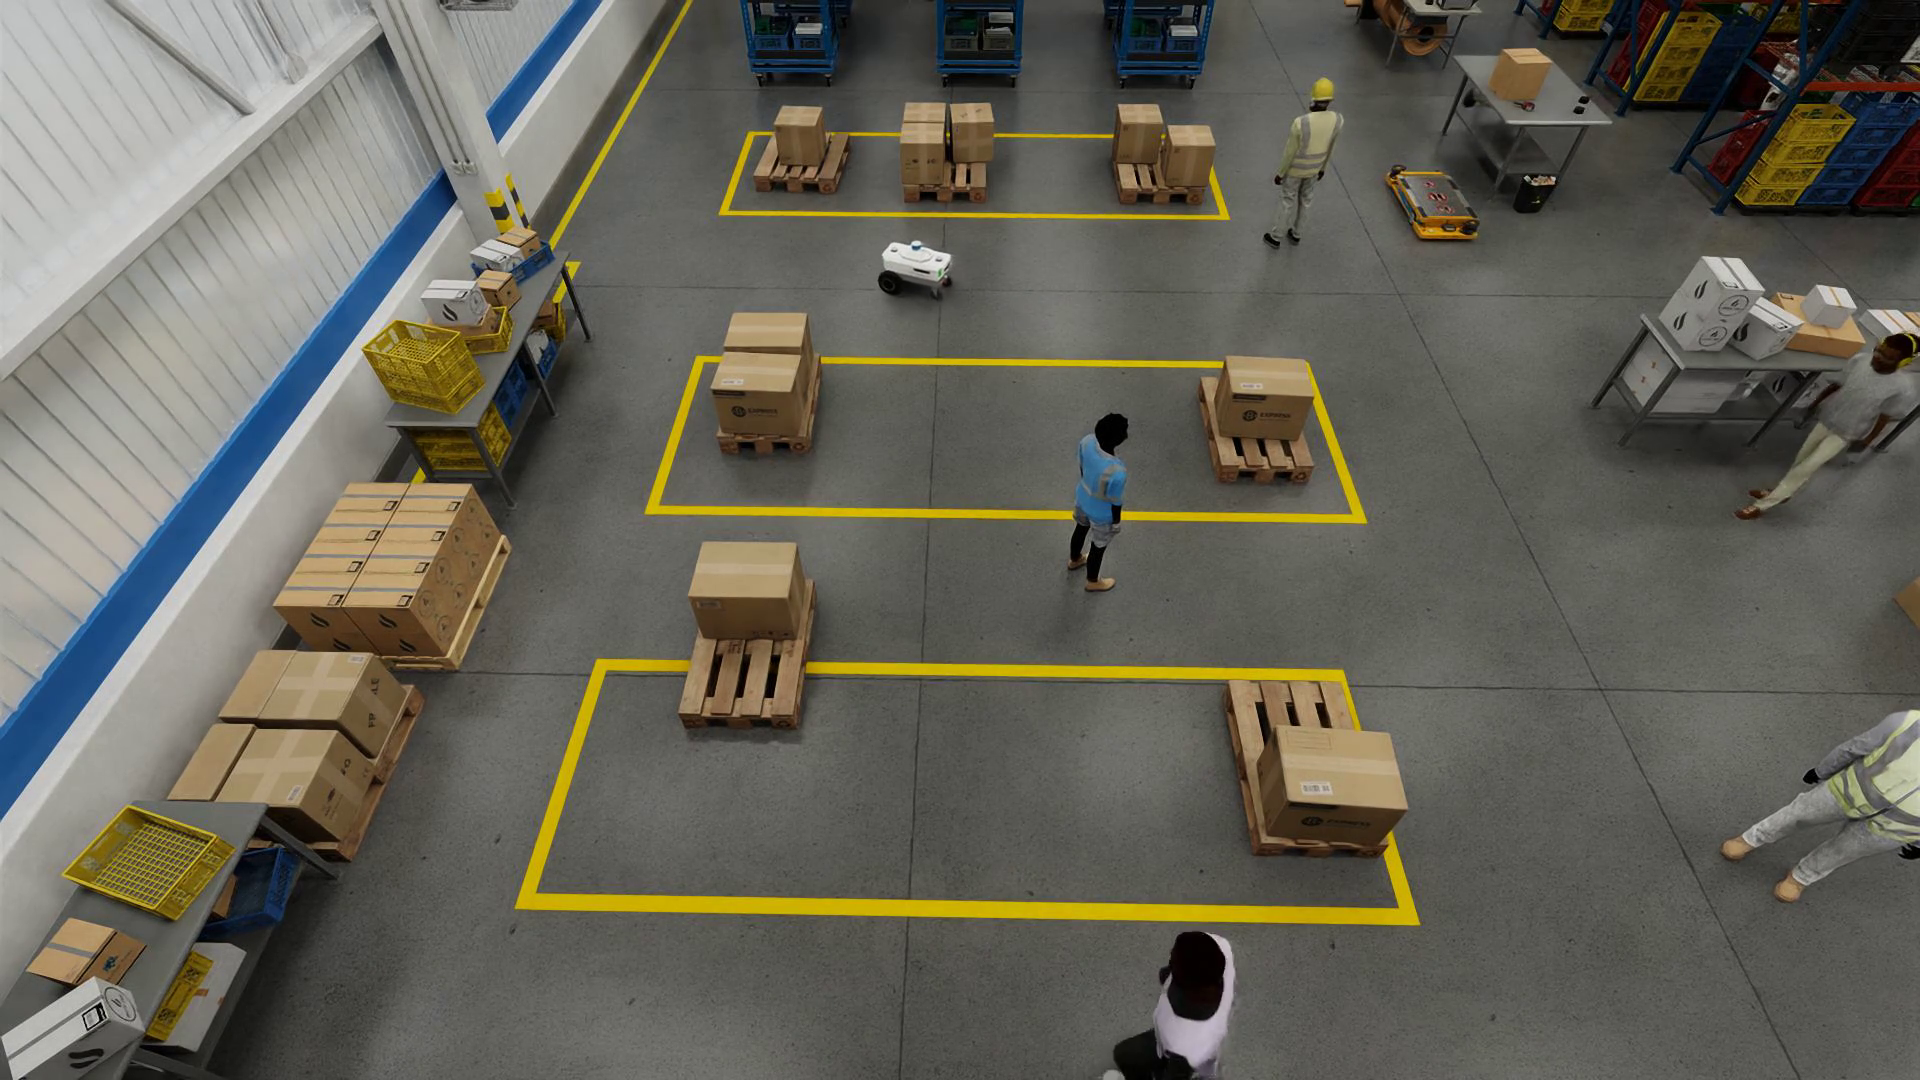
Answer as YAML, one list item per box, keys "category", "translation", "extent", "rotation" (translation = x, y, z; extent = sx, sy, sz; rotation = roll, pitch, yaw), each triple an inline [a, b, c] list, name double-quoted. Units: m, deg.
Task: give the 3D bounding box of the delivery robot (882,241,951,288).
- category: "delivery robot"
  translation: [-0.461, -2.975, 9.844]
  extent: [0.707, 0.478, 0.477]
  rotation: [16, 51, 14]

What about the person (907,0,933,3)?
- category: "person"
  translation: [-0.631, -9.703, 15.026]
  extent: [0.637, 1.616, 0.520]
  rotation: [-14, 51, -12]

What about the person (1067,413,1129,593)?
- category: "person"
  translation: [1.036, -0.267, 6.809]
  extent: [0.318, 1.697, 0.534]
  rotation: [-20, 52, -16]

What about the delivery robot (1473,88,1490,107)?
- category: "delivery robot"
  translation: [7.503, -6.287, 12.710]
  extent: [0.707, 0.478, 0.477]
  rotation: [-23, 53, -19]

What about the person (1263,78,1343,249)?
- category: "person"
  translation: [3.743, -4.083, 10.025]
  extent: [0.599, 1.827, 0.403]
  rotation: [-11, 50, -10]

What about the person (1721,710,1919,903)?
- category: "person"
  translation: [5.164, 1.505, 5.180]
  extent: [0.429, 1.842, 0.637]
  rotation: [-27, 54, -21]

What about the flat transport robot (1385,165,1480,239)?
- category: "flat transport robot"
  translation: [5.692, -4.094, 11.059]
  extent: [0.652, 0.197, 1.431]
  rotation: [1, 49, 1]

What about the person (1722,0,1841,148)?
- category: "person"
  translation: [10.195, -5.670, 11.365]
  extent: [0.359, 1.882, 0.575]
  rotation: [29, 55, 23]

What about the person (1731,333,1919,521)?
- category: "person"
  translation: [6.861, -0.866, 7.255]
  extent: [0.702, 1.832, 0.564]
  rotation: [-6, 49, -5]

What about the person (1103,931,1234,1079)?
- category: "person"
  translation: [0.988, 2.351, 4.419]
  extent: [0.547, 1.884, 0.651]
  rotation: [21, 52, 17]
